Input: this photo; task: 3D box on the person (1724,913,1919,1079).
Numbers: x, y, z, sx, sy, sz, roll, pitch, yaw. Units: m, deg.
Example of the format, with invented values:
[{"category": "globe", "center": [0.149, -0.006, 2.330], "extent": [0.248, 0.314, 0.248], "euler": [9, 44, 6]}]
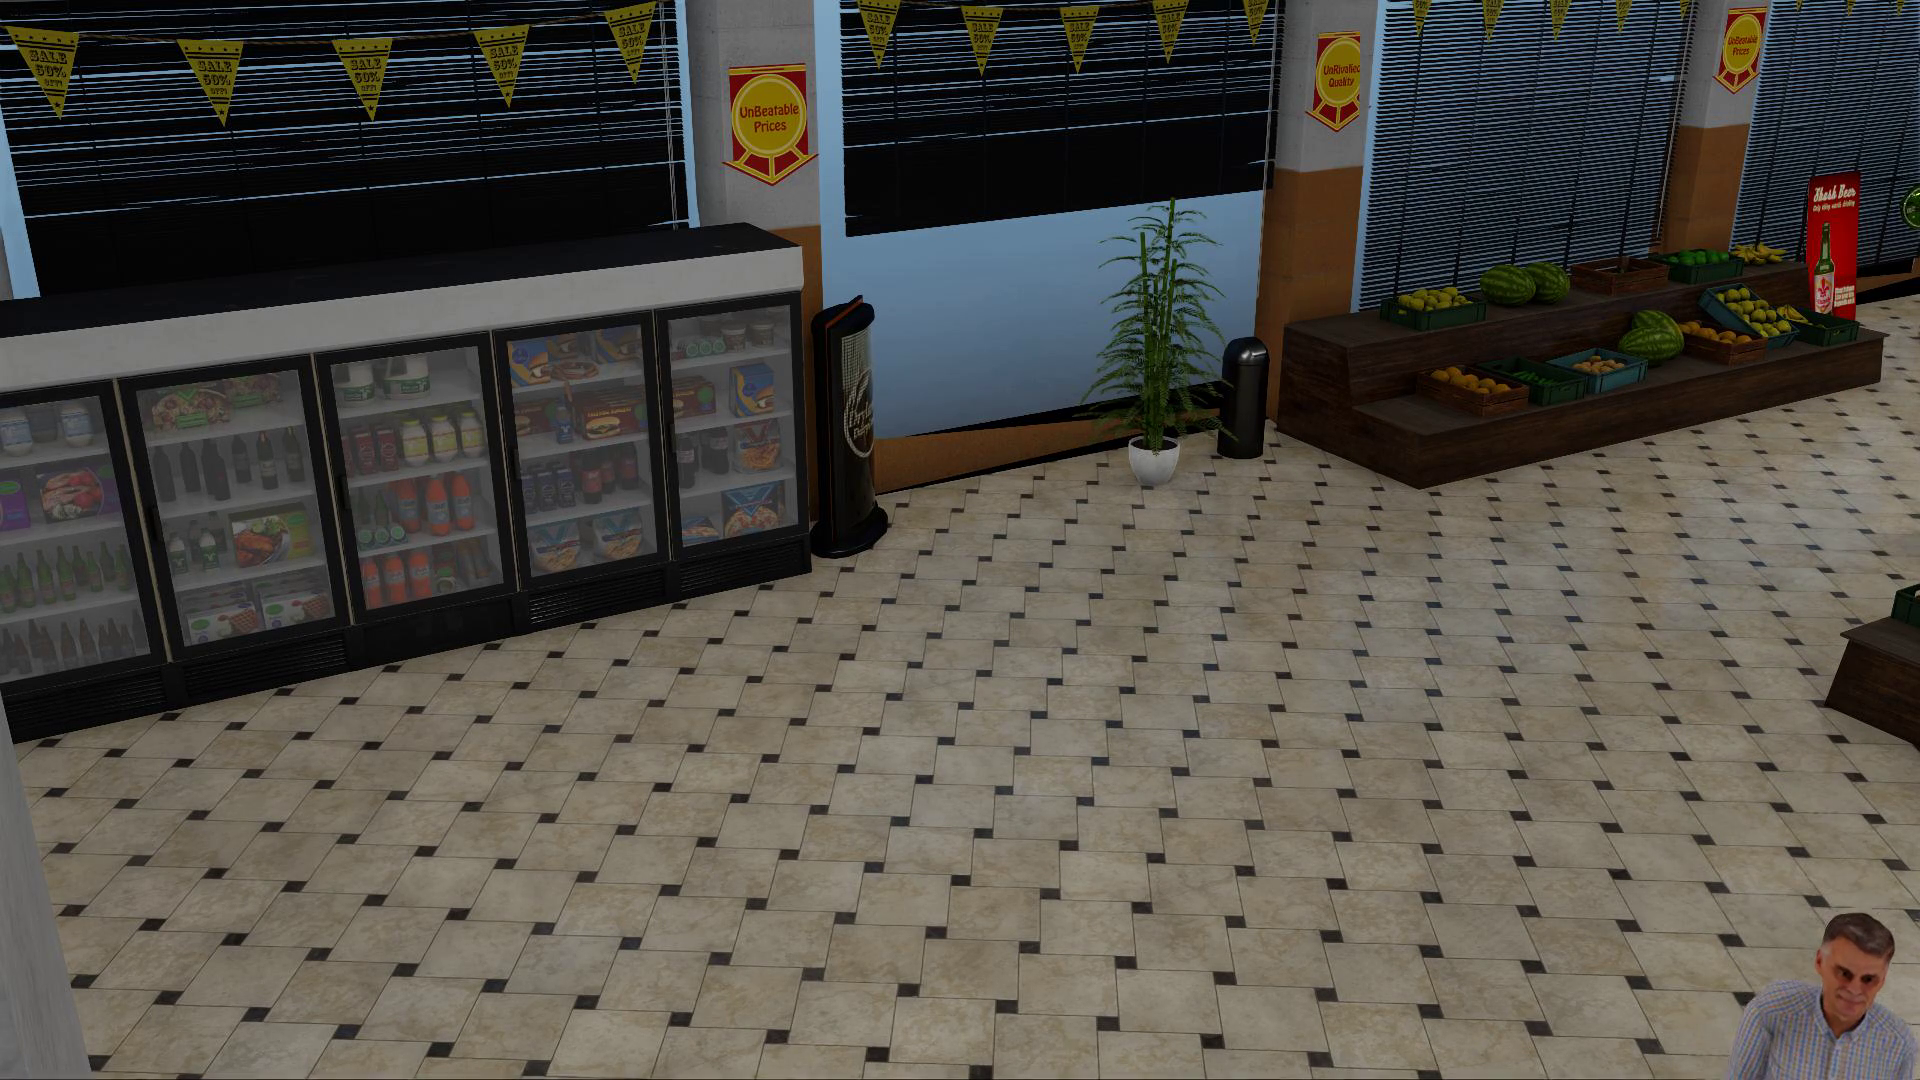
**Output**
[{"category": "person", "center": [2.556, 1.874, 5.096], "extent": [0.951, 1.808, 1.061], "euler": [10, 24, 23]}]
